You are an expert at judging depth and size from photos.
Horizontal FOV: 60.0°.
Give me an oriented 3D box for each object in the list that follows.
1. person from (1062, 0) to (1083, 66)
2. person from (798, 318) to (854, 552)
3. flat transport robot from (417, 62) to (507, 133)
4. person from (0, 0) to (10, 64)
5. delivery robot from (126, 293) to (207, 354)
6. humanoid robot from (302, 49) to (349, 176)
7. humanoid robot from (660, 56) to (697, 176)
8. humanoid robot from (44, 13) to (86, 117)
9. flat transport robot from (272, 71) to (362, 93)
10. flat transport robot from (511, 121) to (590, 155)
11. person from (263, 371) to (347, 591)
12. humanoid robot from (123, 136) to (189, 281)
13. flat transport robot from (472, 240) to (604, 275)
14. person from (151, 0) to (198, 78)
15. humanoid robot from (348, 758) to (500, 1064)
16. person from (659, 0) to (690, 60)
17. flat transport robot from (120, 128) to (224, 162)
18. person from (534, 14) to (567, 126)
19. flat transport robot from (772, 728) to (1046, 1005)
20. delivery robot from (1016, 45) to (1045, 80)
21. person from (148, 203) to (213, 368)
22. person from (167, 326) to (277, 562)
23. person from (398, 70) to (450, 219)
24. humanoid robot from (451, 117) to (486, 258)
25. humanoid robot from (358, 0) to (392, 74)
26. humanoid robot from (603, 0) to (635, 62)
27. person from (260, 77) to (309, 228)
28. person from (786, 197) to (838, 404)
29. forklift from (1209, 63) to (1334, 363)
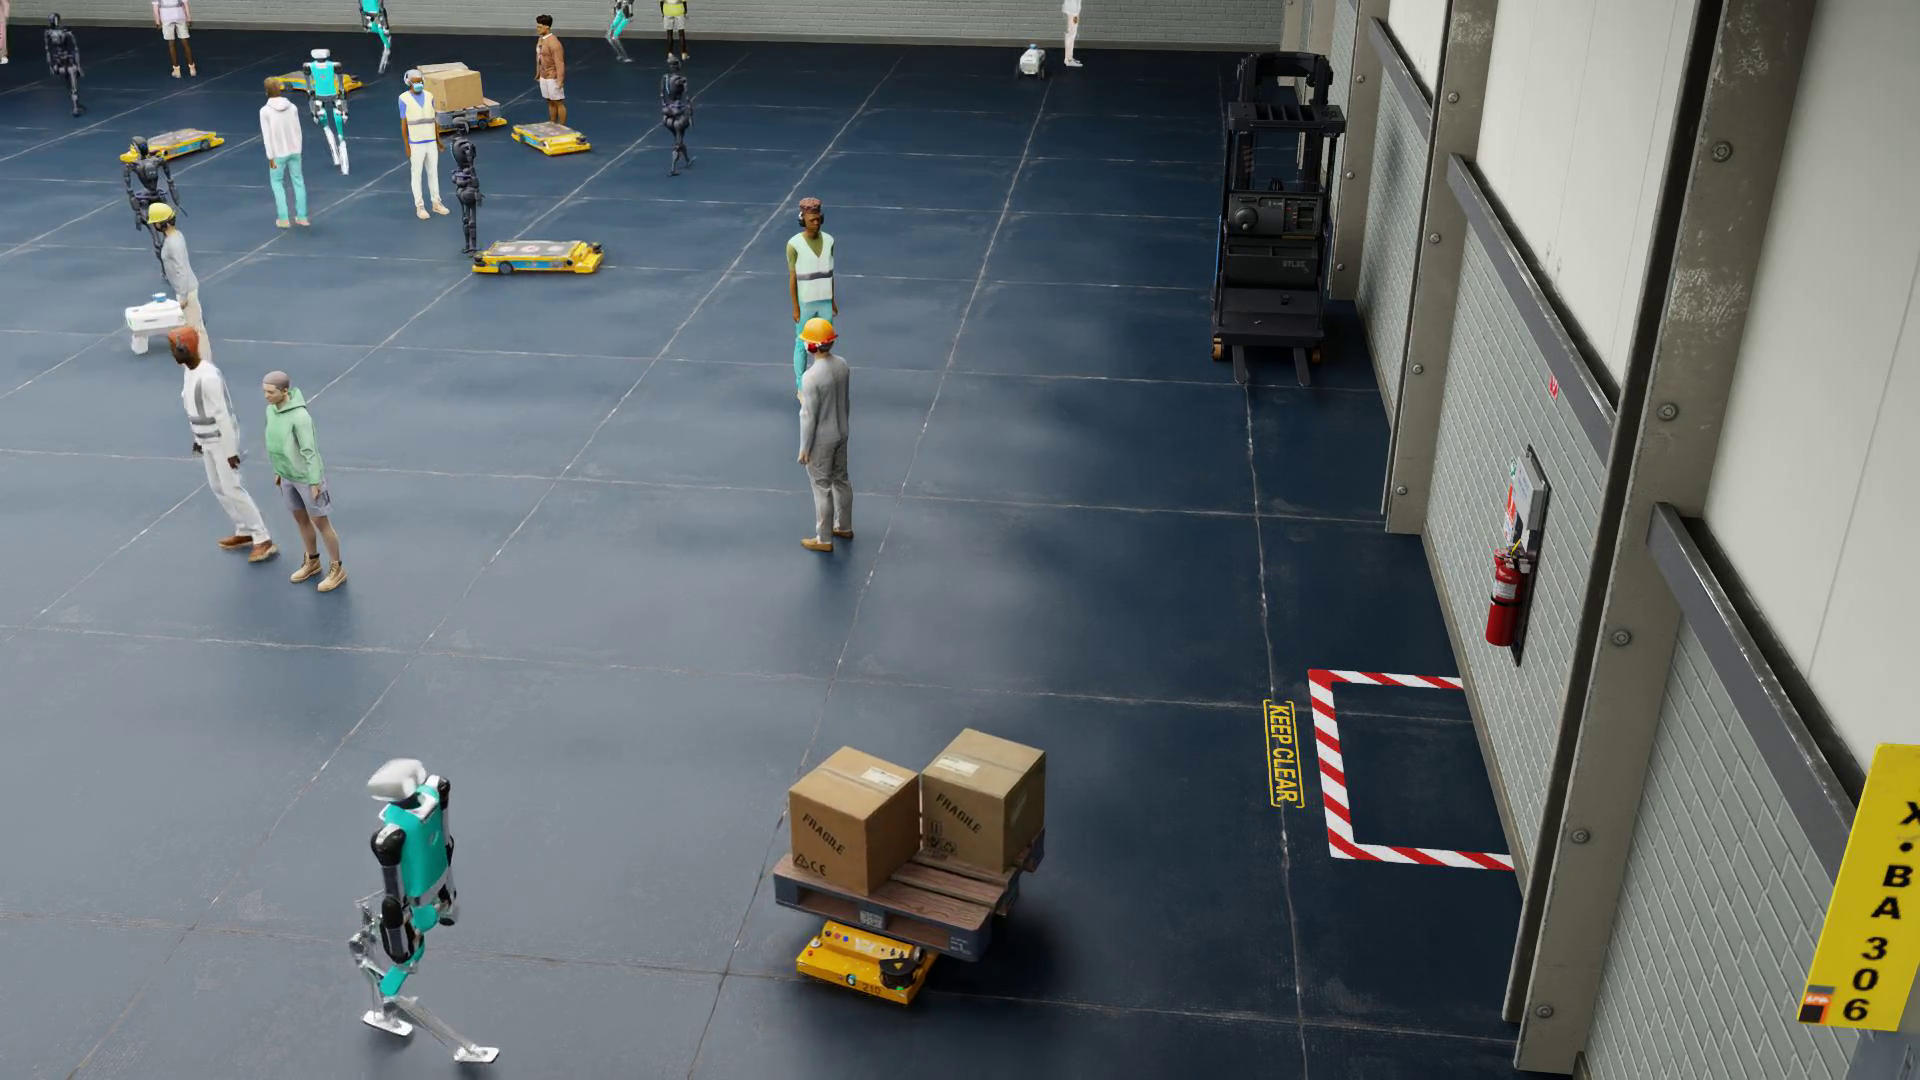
[{"bbox_3d":[2.086,-9.765,30.838,0.400,1.879,0.496,-1,27,-1],"label":"person"},{"bbox_3d":[-1.058,-0.822,12.979,0.380,1.890,0.562,16,31,29],"label":"person"},{"bbox_3d":[-8.000,-6.635,26.385,1.431,0.231,0.659,-19,33,-34],"label":"flat transport robot"},{"bbox_3d":[-17.964,-9.776,30.871,0.680,1.873,0.622,-9,28,-18],"label":"person"},{"bbox_3d":[-8.270,-2.271,17.375,0.811,0.613,0.499,-11,29,-21],"label":"delivery robot"},{"bbox_3d":[-8.988,-6.138,23.750,0.540,1.754,0.920,-7,27,-13],"label":"humanoid robot"},{"bbox_3d":[-3.995,-6.064,23.706,0.616,1.623,0.755,18,32,32],"label":"humanoid robot"},{"bbox_3d":[-14.560,-7.751,27.090,0.594,1.625,0.773,1,27,1],"label":"humanoid robot"},{"bbox_3d":[-11.308,-8.024,29.156,1.431,0.231,0.659,8,28,16],"label":"flat transport robot"},{"bbox_3d":[-6.267,-6.144,25.403,0.659,0.231,1.431,-18,32,-32],"label":"flat transport robot"},{"bbox_3d":[-4.918,-0.454,12.414,0.471,1.735,0.324,15,30,28],"label":"person"},{"bbox_3d":[-9.271,-3.842,19.242,0.560,1.648,0.602,21,33,36],"label":"humanoid robot"},{"bbox_3d":[-5.036,-3.376,19.878,1.431,0.231,0.659,0,27,1],"label":"flat transport robot"},{"bbox_3d":[-14.135,-9.365,29.858,0.615,2.040,0.381,-16,31,-29],"label":"person"},{"bbox_3d":[-2.726,1.787,7.938,1.001,1.753,0.540,6,27,12],"label":"humanoid robot"},{"bbox_3d":[-5.382,-9.915,31.333,0.539,1.696,0.317,2,27,4],"label":"person"},{"bbox_3d":[-11.802,-5.904,24.924,0.659,0.231,1.431,9,28,17],"label":"flat transport robot"},{"bbox_3d":[-6.301,-7.162,25.663,0.397,1.855,0.773,-22,34,-37],"label":"person"},{"bbox_3d":[-0.281,1.971,9.204,0.659,0.231,1.431,11,29,21],"label":"flat transport robot"},{"bbox_3d":[1.311,-8.636,30.050,0.499,0.586,0.773,6,27,12],"label":"delivery robot"},{"bbox_3d":[-7.671,-2.457,16.381,0.335,1.759,0.524,-11,29,-21],"label":"person"},{"bbox_3d":[-5.727,-0.755,12.881,0.353,1.851,0.731,-22,34,-37],"label":"person"},{"bbox_3d":[-6.992,-5.154,21.620,0.400,1.892,0.530,23,35,38],"label":"person"},{"bbox_3d":[-5.949,-4.276,20.086,0.315,1.657,0.599,-15,30,-27],"label":"humanoid robot"},{"bbox_3d":[-10.489,-9.343,30.137,0.570,1.759,0.895,7,27,14],"label":"humanoid robot"},{"bbox_3d":[-6.423,-9.870,31.161,0.756,1.747,0.544,-23,35,-38],"label":"humanoid robot"},{"bbox_3d":[-8.577,-4.922,21.145,0.522,1.909,0.442,-22,34,-37],"label":"person"},{"bbox_3d":[-1.391,-2.269,15.764,0.485,1.978,0.405,-18,32,-31],"label":"person"},{"bbox_3d":[3.241,-3.477,17.183,1.129,2.768,1.873,3,27,6],"label":"forklift"}]
